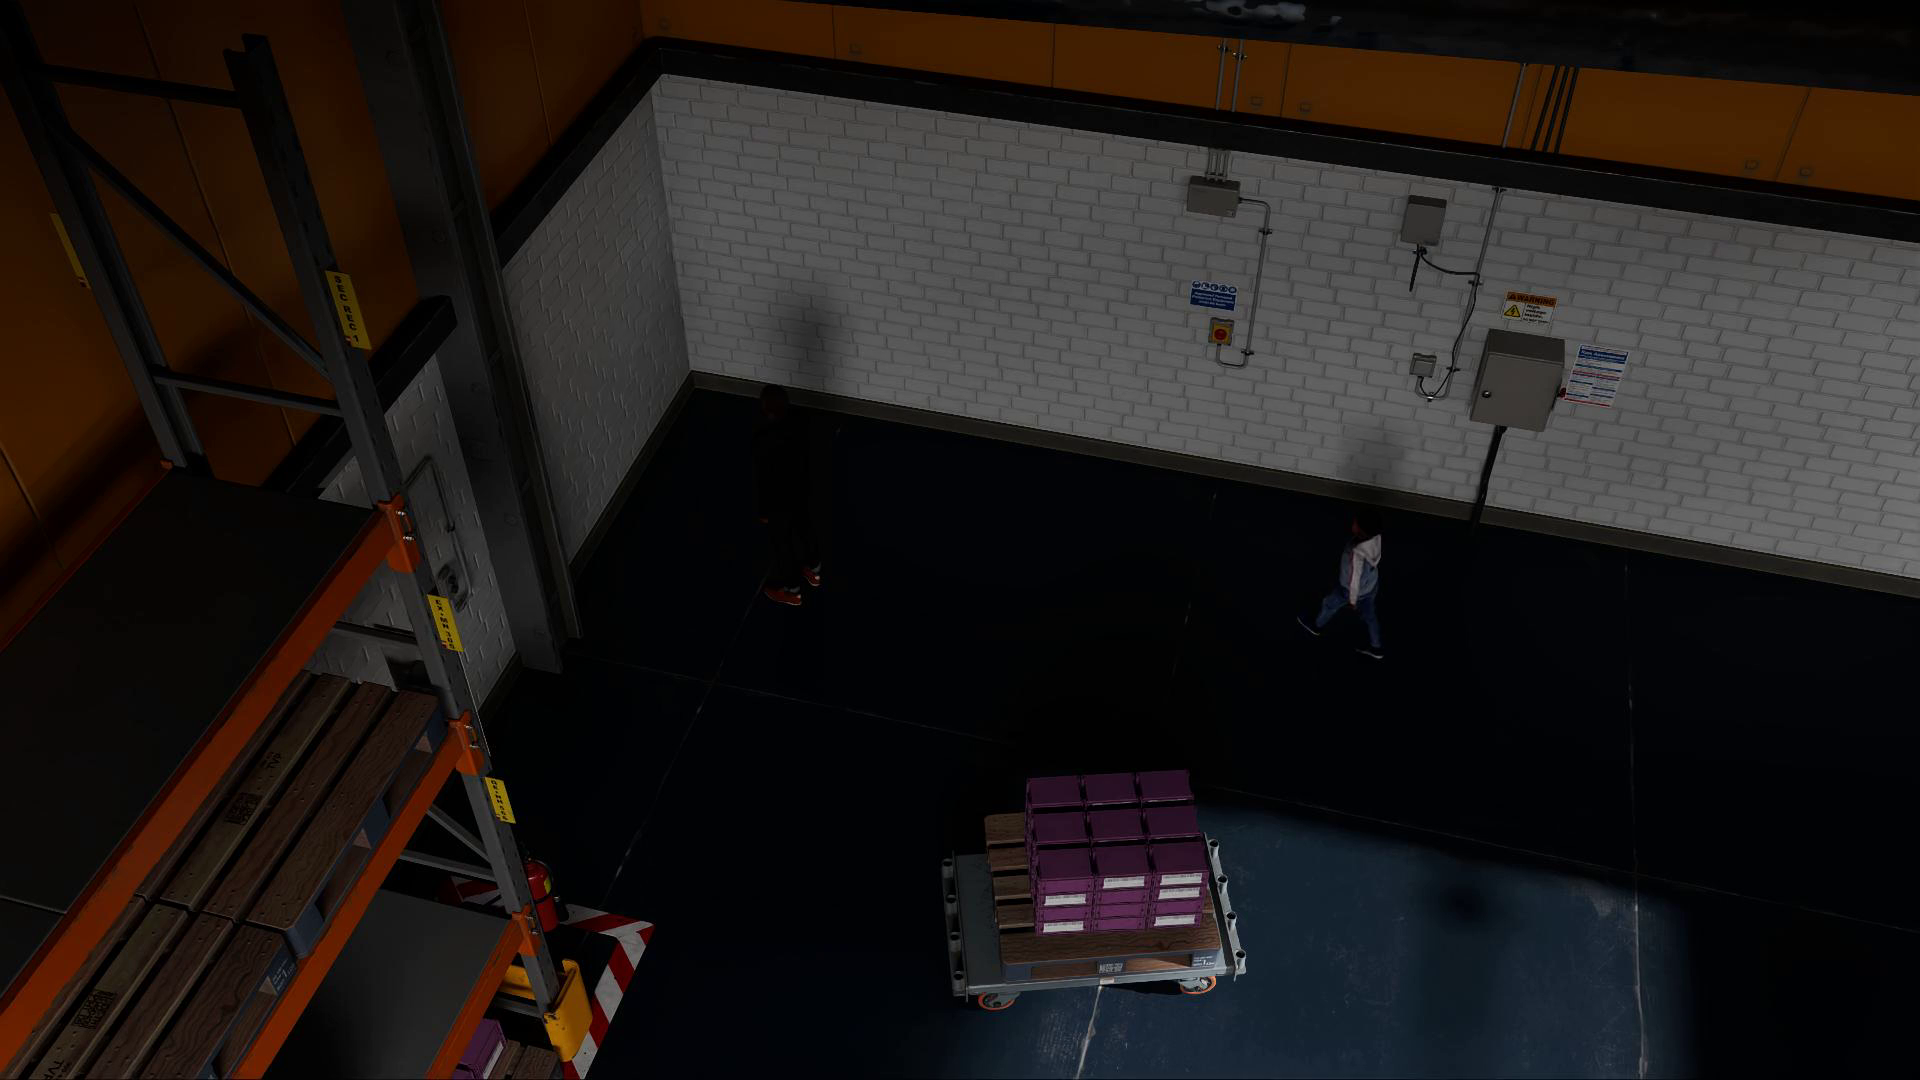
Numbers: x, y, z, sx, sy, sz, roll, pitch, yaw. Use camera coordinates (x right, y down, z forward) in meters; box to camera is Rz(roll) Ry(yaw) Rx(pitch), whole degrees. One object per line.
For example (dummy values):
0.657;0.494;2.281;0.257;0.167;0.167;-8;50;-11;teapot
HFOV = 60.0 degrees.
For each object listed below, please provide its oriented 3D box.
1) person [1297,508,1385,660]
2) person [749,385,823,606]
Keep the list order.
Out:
2.694;0.303;11.056;0.811;1.234;0.880;33;53;30;person
-1.181;-0.311;11.278;0.826;1.817;0.661;25;49;24;person
